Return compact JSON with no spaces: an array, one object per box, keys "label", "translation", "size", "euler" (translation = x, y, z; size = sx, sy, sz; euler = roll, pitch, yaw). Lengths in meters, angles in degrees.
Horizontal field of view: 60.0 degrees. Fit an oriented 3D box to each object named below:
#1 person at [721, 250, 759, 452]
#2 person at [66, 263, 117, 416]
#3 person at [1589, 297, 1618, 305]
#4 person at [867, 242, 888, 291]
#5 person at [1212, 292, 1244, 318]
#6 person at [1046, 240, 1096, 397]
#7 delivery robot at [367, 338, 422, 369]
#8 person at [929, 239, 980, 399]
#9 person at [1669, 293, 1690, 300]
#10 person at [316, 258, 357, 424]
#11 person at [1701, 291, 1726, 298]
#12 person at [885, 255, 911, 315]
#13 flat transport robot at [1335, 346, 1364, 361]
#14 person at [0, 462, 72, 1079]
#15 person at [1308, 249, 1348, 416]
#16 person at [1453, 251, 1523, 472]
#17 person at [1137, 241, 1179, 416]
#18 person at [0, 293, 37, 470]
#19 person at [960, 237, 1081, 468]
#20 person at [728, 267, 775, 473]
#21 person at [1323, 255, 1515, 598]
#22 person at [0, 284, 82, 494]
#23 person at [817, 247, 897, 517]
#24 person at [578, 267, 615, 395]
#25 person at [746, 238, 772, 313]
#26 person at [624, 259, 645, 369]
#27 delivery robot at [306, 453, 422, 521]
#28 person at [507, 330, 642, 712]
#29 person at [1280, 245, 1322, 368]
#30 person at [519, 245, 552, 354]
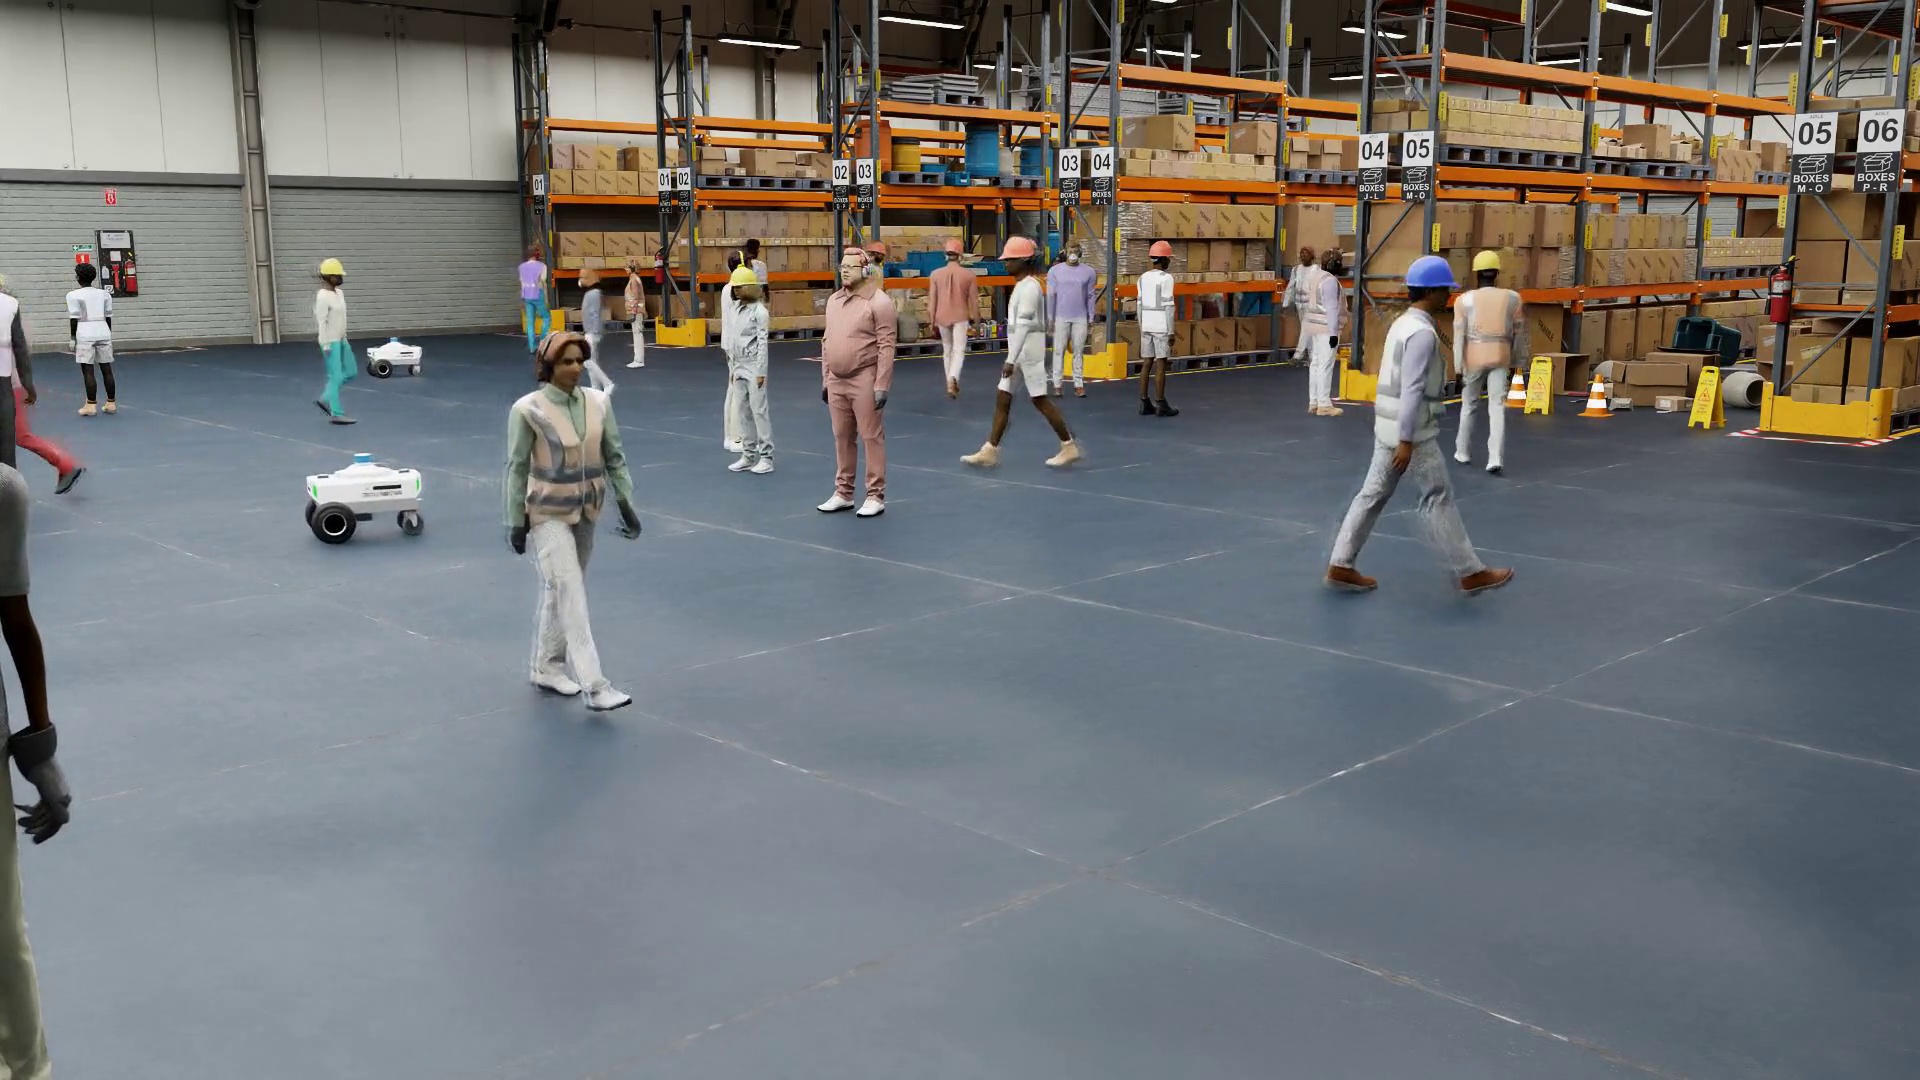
[{"label":"person","translation":[-2.059,-1.765,15.562],"size":[0.332,1.861,0.493],"euler":[-4,11,-21]},{"label":"person","translation":[-9.735,-2.251,18.643],"size":[0.318,1.696,0.537],"euler":[5,12,26]},{"label":"person","translation":[11.255,-4.310,29.072],"size":[0.613,1.986,1.017],"euler":[6,12,29]},{"label":"person","translation":[-1.462,-3.733,26.189],"size":[0.777,1.899,0.546],"euler":[6,12,31]},{"label":"person","translation":[4.545,-4.148,28.354],"size":[0.646,1.929,0.537],"euler":[10,14,44]},{"label":"person","translation":[1.388,-2.757,20.741],"size":[0.628,1.940,0.373],"euler":[-1,10,-8]},{"label":"delivery robot","translation":[-8.081,-2.650,23.785],"size":[0.707,0.478,0.477],"euler":[-7,12,-31]},{"label":"person","translation":[-0.083,-2.738,20.591],"size":[0.631,1.966,0.926],"euler":[2,11,12]},{"label":"person","translation":[15.106,-5.348,34.902],"size":[0.545,1.929,0.389],"euler":[-2,11,-8]},{"label":"person","translation":[-6.669,-2.114,17.721],"size":[0.395,1.751,0.555],"euler":[1,10,4]},{"label":"person","translation":[13.493,-4.363,29.865],"size":[0.598,1.803,0.766],"euler":[9,14,42]},{"label":"person","translation":[-1.173,-4.482,30.996],"size":[0.532,1.617,0.386],"euler":[7,13,35]},{"label":"flat transport robot","translation":[6.656,-3.023,26.855],"size":[0.652,0.197,1.431],"euler":[10,15,44]},{"label":"person","translation":[-2.102,0.469,3.370],"size":[0.510,1.863,0.311],"euler":[-8,13,-38]},{"label":"person","translation":[4.134,-2.333,18.694],"size":[0.429,1.841,0.633],"euler":[-1,10,-5]},{"label":"person","translation":[4.521,-1.538,14.291],"size":[0.597,1.875,1.011],"euler":[1,10,6]},{"label":"person","translation":[2.220,-2.372,18.642],"size":[0.371,1.939,0.543],"euler":[-7,13,-34]},{"label":"person","translation":[-7.034,-1.138,12.003],"size":[0.480,1.904,0.603],"euler":[8,13,37]},{"label":"person","translation":[0.564,-1.600,14.307],"size":[1.043,1.996,0.611],"euler":[-2,11,-9]},{"label":"person","translation":[-1.808,-1.444,14.142],"size":[0.325,1.735,0.486],"euler":[-9,14,-41]},{"label":"person","translation":[2.547,-0.623,9.240],"size":[1.047,1.887,0.632],"euler":[0,10,3]},{"label":"person","translation":[-7.177,-1.164,12.606],"size":[0.768,1.731,0.512],"euler":[-8,13,-38]},{"label":"person","translation":[-0.763,-1.133,11.962],"size":[0.642,1.913,0.408],"euler":[8,13,37]},{"label":"person","translation":[-4.429,-2.450,19.932],"size":[0.366,1.617,0.518],"euler":[-4,11,-22]},{"label":"person","translation":[-3.299,-3.878,26.819],"size":[0.644,1.943,0.691],"euler":[6,12,30]},{"label":"person","translation":[-4.934,-3.436,25.257],"size":[0.307,1.641,0.512],"euler":[-2,11,-11]},{"label":"delivery robot","translation":[-3.996,-0.338,11.175],"size":[0.707,0.478,0.477],"euler":[-6,12,-26]},{"label":"person","translation":[-1.600,-0.075,7.051],"size":[0.825,1.598,0.516],"euler":[7,13,35]},{"label":"person","translation":[5.179,-3.518,25.153],"size":[0.990,1.833,0.575],"euler":[-8,13,-39]},{"label":"person","translation":[-7.184,-4.082,28.252],"size":[0.606,1.826,0.548],"euler":[4,11,22]}]
